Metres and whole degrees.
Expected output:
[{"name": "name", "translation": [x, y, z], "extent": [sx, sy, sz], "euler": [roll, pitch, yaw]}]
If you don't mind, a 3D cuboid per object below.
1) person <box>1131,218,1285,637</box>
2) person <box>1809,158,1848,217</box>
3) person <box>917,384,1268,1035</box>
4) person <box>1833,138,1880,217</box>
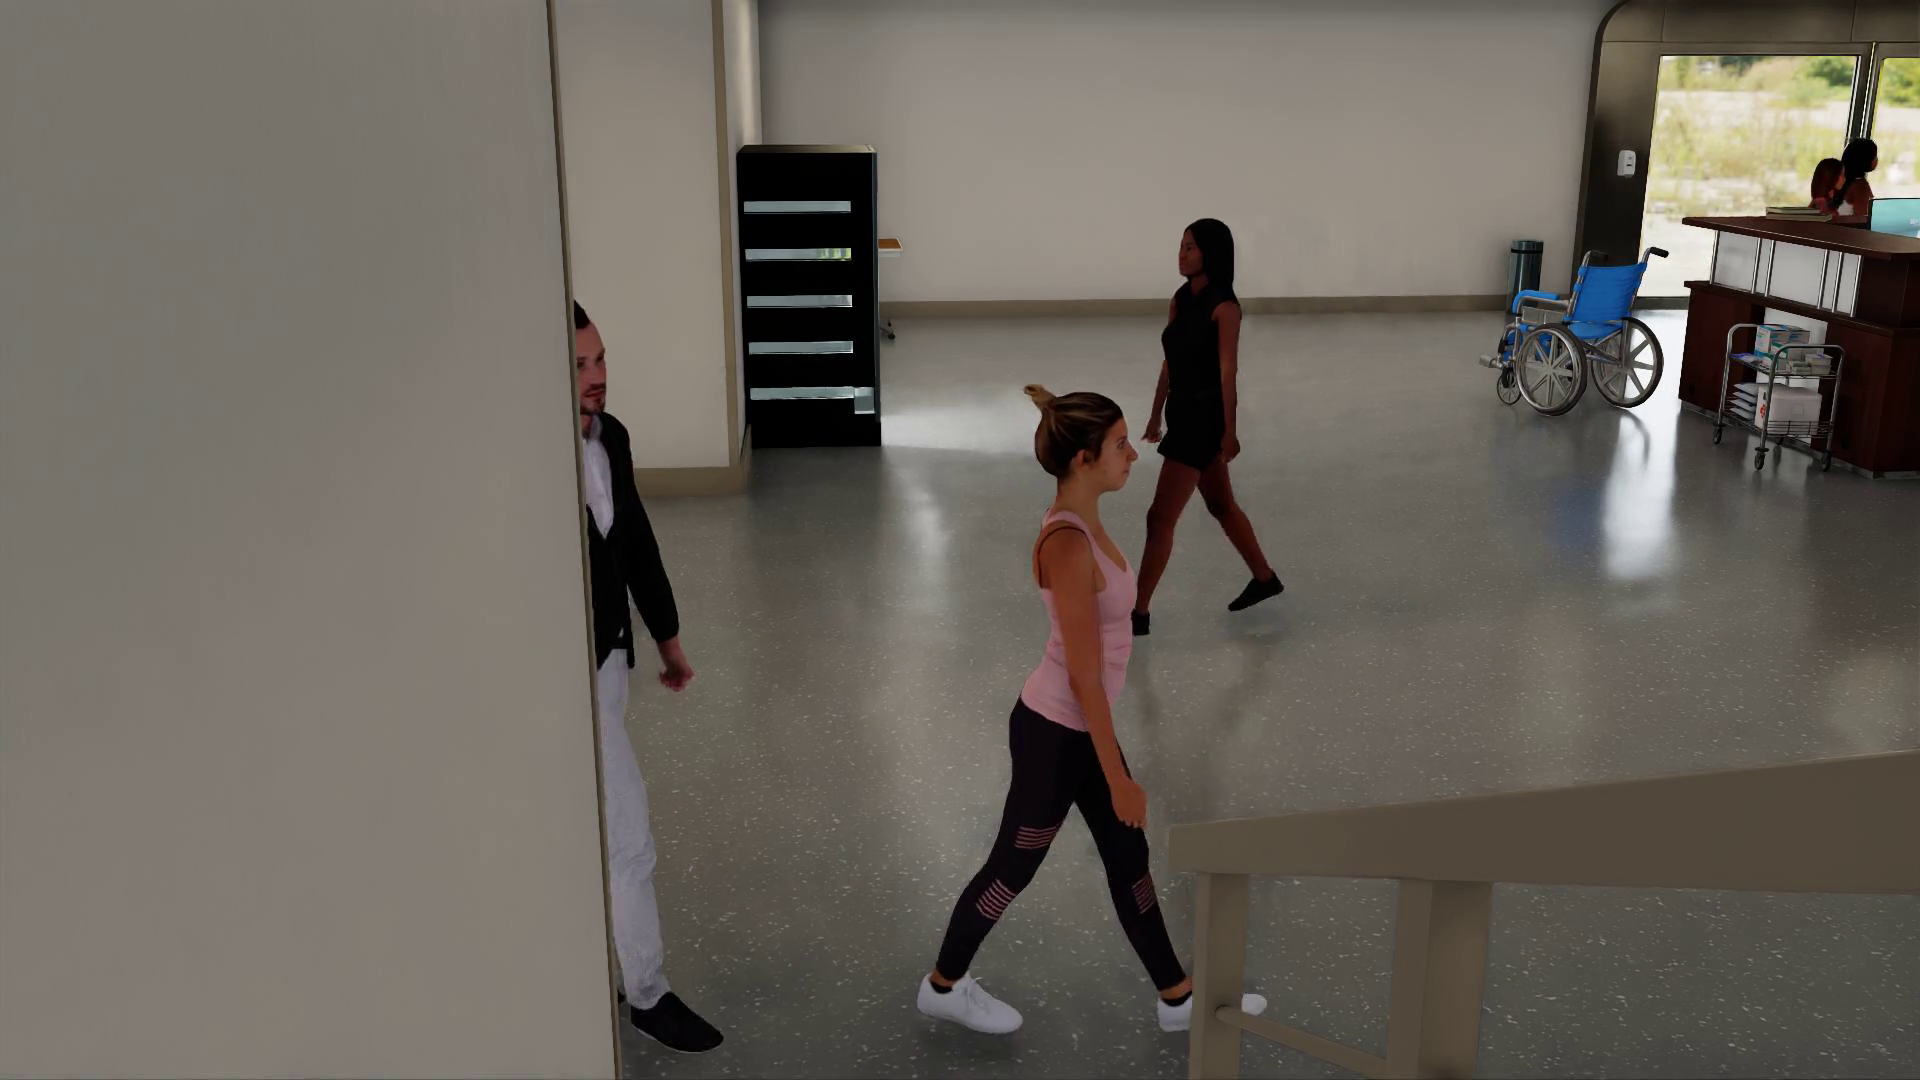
[{"name": "person", "translation": [1.061, -0.432, 6.900], "extent": [0.900, 1.696, 1.191], "euler": [-6, 17, -21]}, {"name": "person", "translation": [6.289, -1.952, 12.281], "extent": [0.764, 1.701, 0.670], "euler": [9, 18, 28]}, {"name": "person", "translation": [0.167, 0.468, 3.891], "extent": [0.851, 1.597, 1.078], "euler": [3, 16, 12]}, {"name": "person", "translation": [6.893, -2.257, 13.190], "extent": [0.772, 1.795, 0.696], "euler": [1, 16, 3]}]
